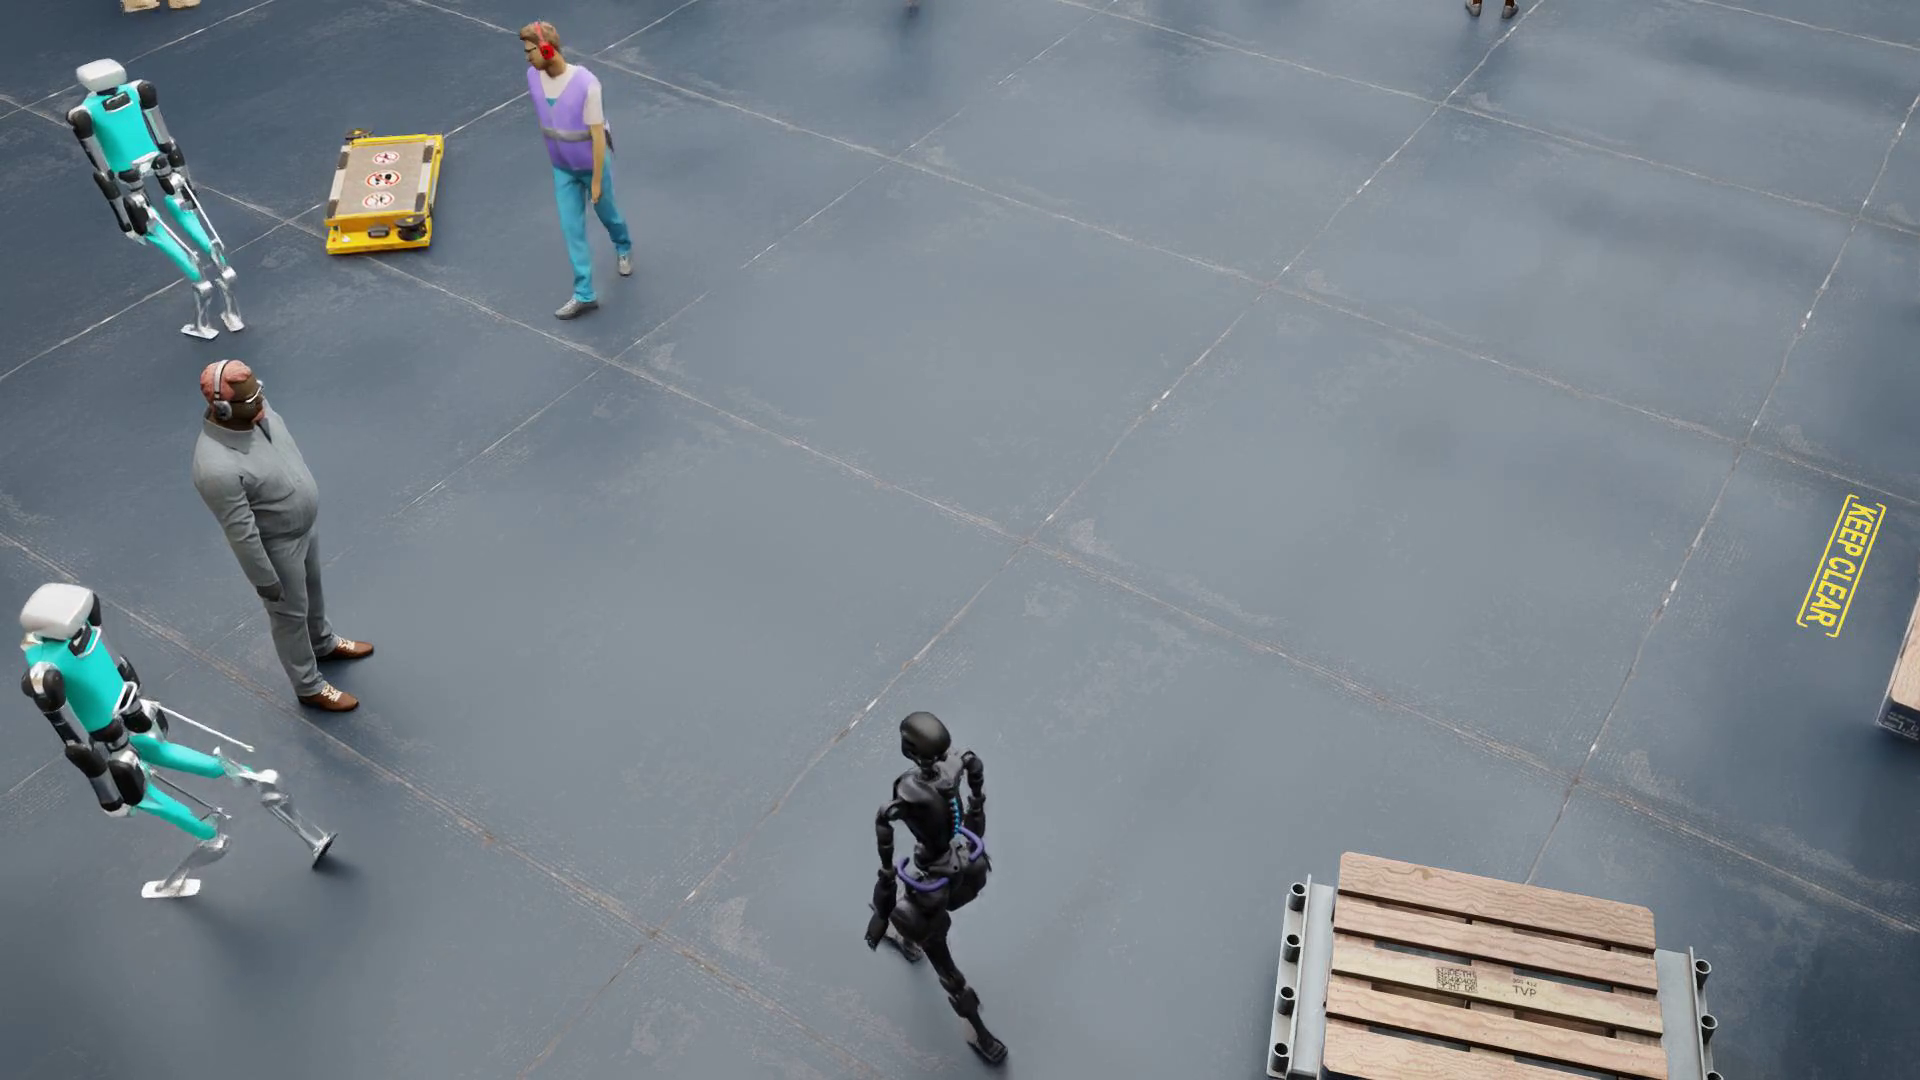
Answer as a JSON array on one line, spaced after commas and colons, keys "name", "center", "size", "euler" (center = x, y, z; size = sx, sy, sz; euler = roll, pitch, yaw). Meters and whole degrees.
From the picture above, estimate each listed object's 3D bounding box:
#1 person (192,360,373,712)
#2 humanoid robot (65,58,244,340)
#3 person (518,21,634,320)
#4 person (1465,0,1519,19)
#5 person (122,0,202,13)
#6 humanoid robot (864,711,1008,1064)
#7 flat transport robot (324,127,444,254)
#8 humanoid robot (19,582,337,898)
[{"name": "person", "center": [-3.085, -0.025, 7.581], "size": [0.411, 1.904, 0.652], "euler": [-2, 42, -2]}, {"name": "humanoid robot", "center": [-4.637, -1.920, 9.809], "size": [0.749, 1.754, 0.531], "euler": [25, 47, 25]}, {"name": "person", "center": [-2.361, -2.310, 10.229], "size": [0.569, 1.778, 0.852], "euler": [13, 43, 14]}, {"name": "person", "center": [4.423, -5.110, 13.245], "size": [0.552, 1.940, 0.418], "euler": [9, 42, 9]}, {"name": "person", "center": [-6.661, -5.111, 13.424], "size": [0.709, 1.705, 0.494], "euler": [-19, 45, -20]}, {"name": "humanoid robot", "center": [-0.094, 1.299, 6.323], "size": [0.840, 1.617, 0.612], "euler": [33, 51, 31]}, {"name": "flat transport robot", "center": [-3.970, -2.440, 11.510], "size": [0.659, 0.231, 1.431], "euler": [-6, 42, -7]}, {"name": "humanoid robot", "center": [-3.069, 0.853, 6.731], "size": [0.959, 1.770, 0.531], "euler": [-3, 42, -3]}]
